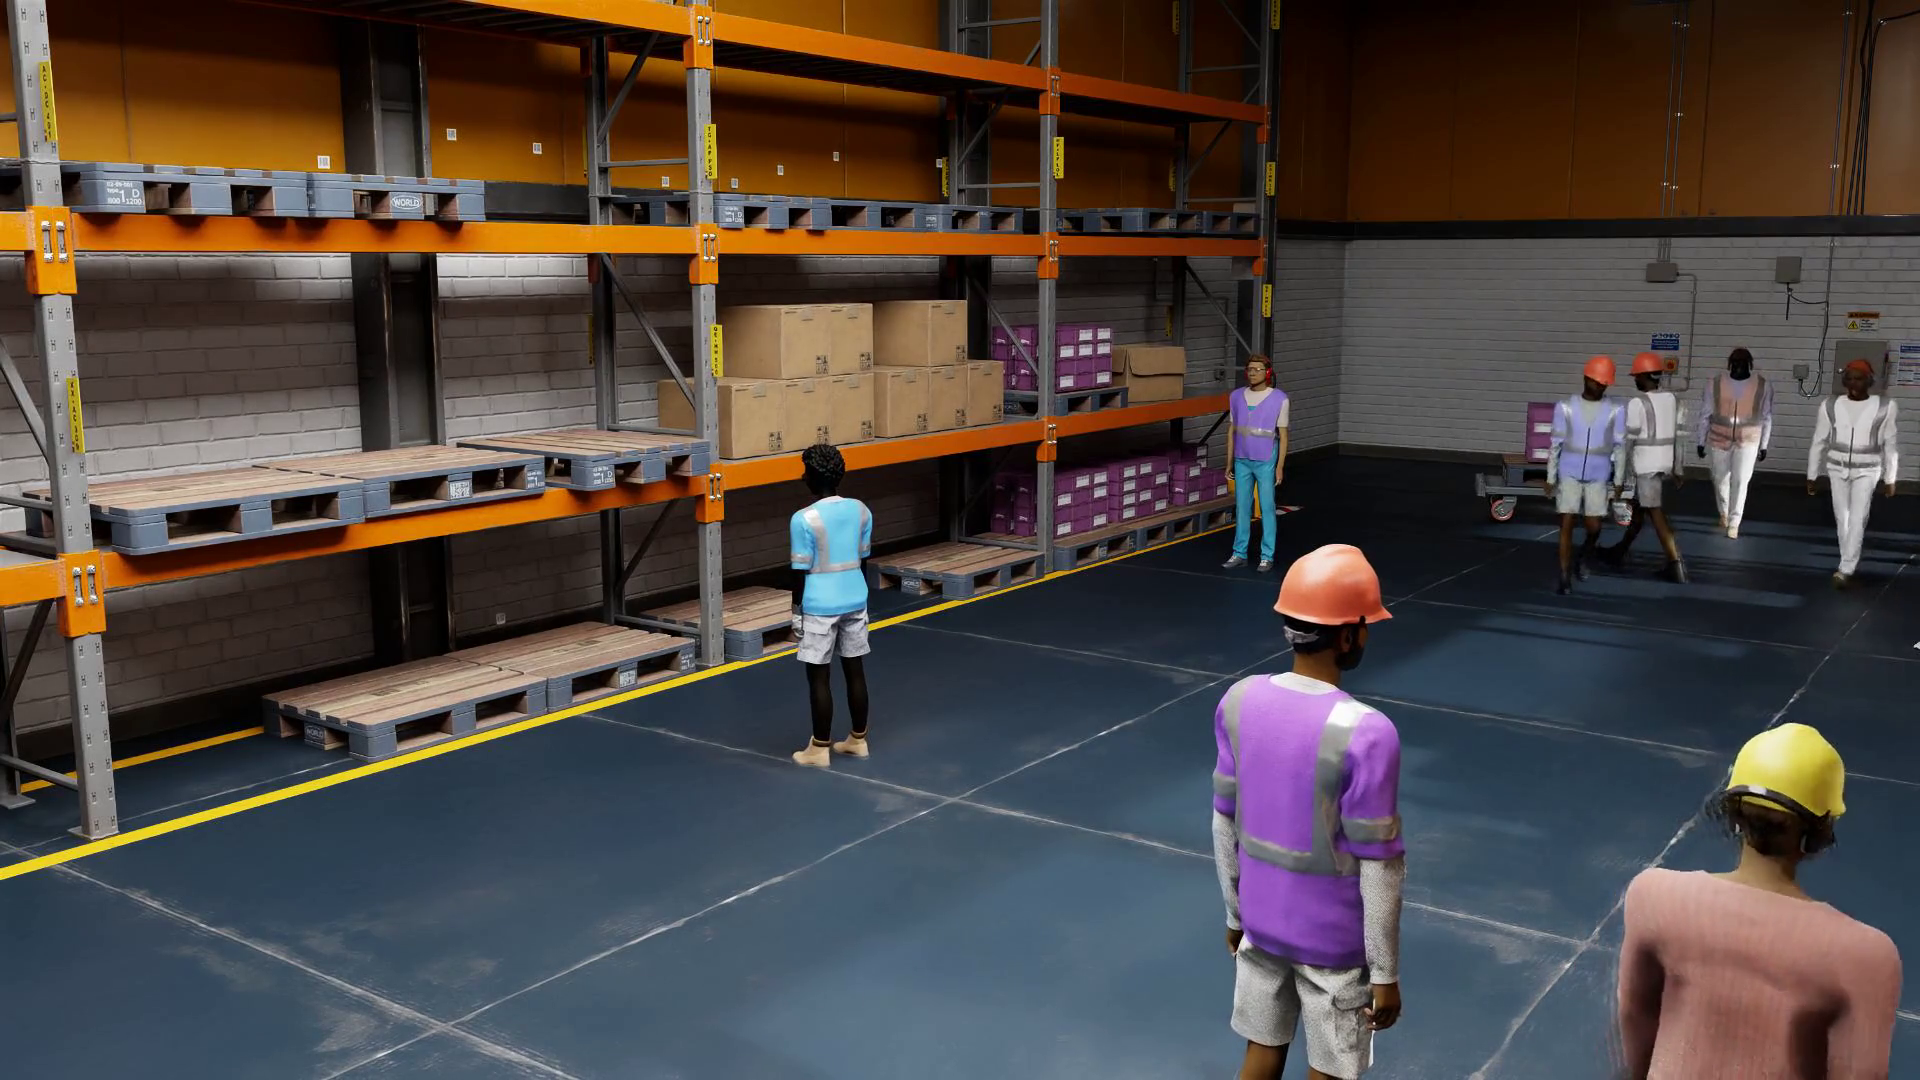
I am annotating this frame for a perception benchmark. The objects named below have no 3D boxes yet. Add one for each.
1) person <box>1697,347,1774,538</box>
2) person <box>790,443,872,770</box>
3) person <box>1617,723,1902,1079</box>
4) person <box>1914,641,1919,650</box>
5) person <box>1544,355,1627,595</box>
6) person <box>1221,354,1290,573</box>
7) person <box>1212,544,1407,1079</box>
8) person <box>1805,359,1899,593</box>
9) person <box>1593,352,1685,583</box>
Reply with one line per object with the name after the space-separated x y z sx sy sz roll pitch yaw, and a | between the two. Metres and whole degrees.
7.468 -0.960 16.052 0.635 1.812 0.880 5 11 29 | person
-0.671 0.347 8.618 0.320 1.694 0.534 9 13 43 | person
1.606 1.209 3.405 0.529 1.719 0.904 7 12 35 | person
6.703 -0.046 11.108 0.517 1.641 0.308 9 13 42 | person
4.930 -0.518 13.123 0.590 1.906 0.579 3 10 16 | person
2.517 -0.656 14.113 0.566 1.849 0.387 7 12 37 | person
0.892 0.967 4.186 0.359 1.936 0.552 -7 12 -37 | person
7.051 -0.503 13.218 0.605 1.836 0.974 8 13 41 | person
5.696 -0.617 13.824 0.551 1.870 1.021 -5 11 -27 | person
